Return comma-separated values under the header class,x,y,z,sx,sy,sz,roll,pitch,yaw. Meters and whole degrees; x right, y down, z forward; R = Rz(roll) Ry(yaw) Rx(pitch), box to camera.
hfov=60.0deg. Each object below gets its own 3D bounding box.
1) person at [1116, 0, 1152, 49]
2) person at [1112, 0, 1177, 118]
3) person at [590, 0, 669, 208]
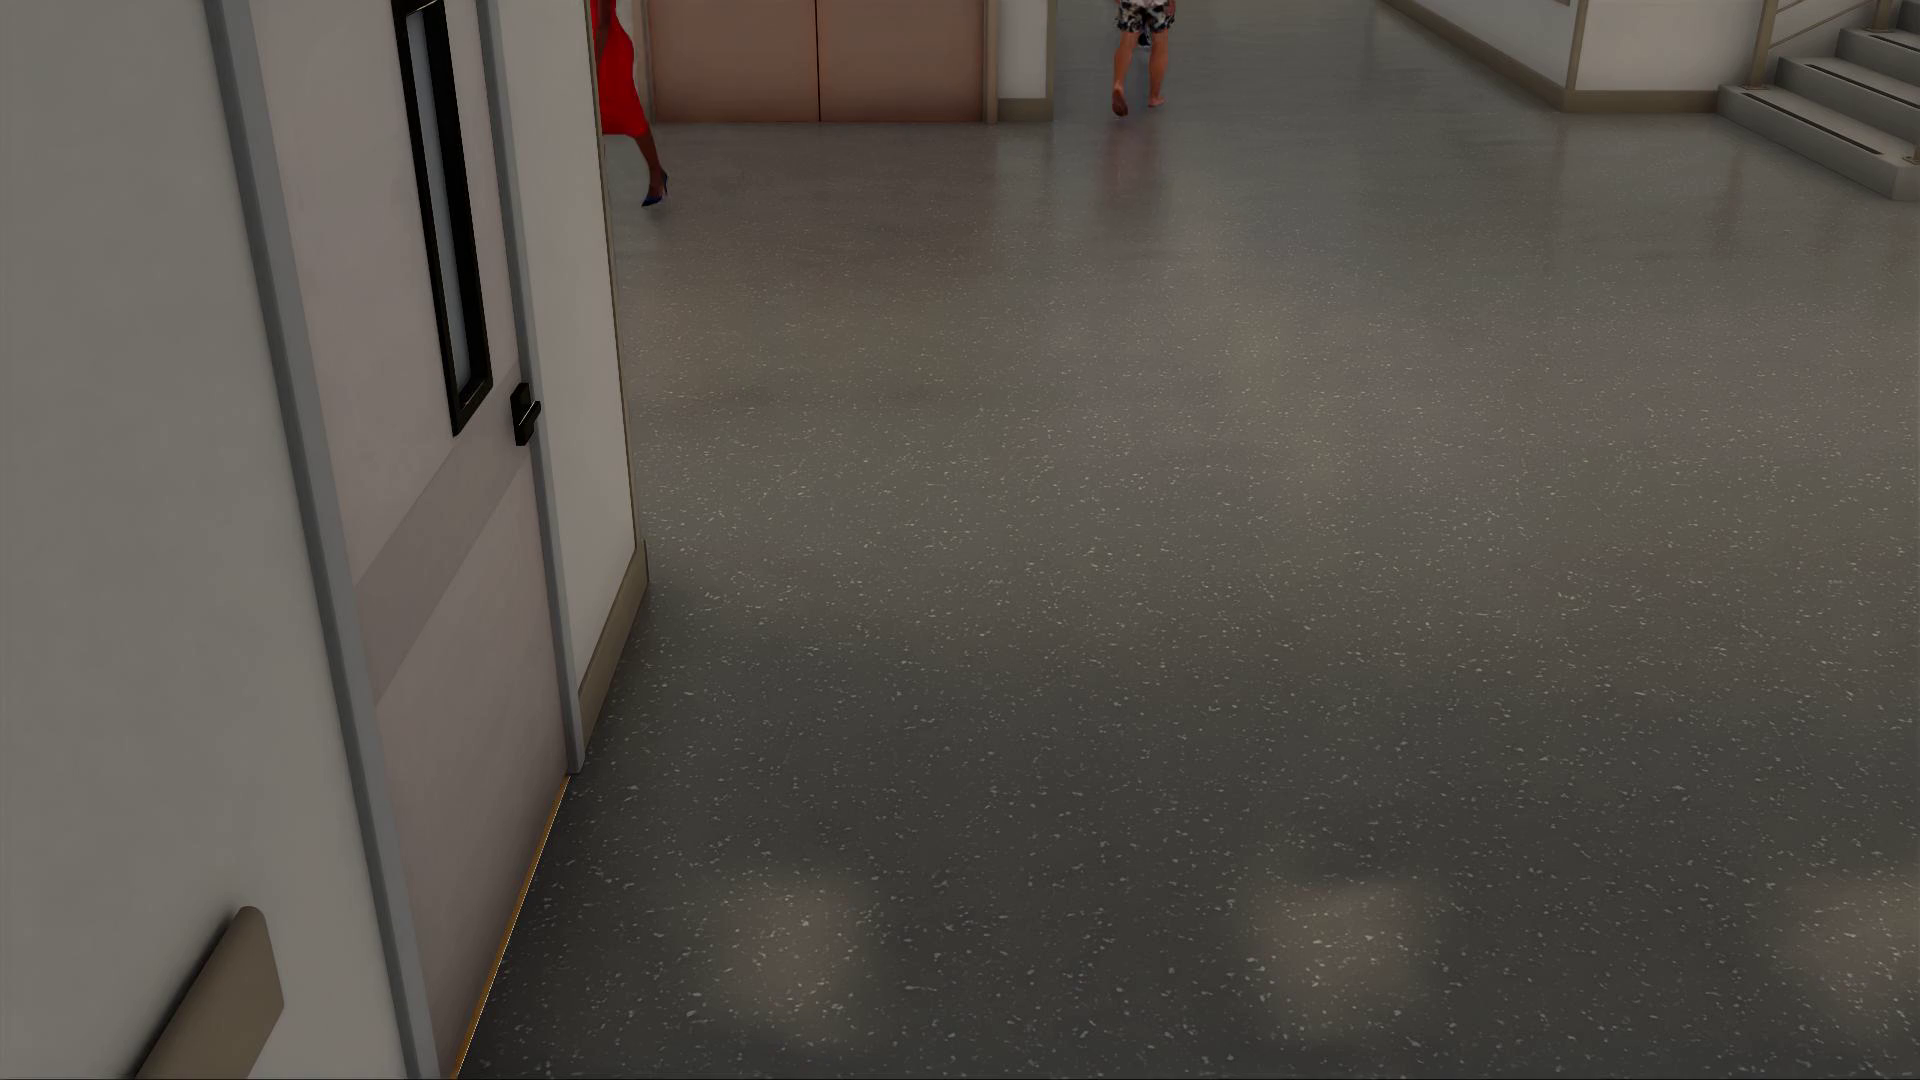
class,x,y,z,sx,sy,sz,roll,pitch,yaw
person,1.569,-5.203,14.542,0.890,1.708,0.661,-3,26,-6
person,1.290,-3.914,11.776,1.127,1.788,1.009,10,28,20
person,-1.903,-2.632,9.223,1.086,1.696,1.061,18,31,33
